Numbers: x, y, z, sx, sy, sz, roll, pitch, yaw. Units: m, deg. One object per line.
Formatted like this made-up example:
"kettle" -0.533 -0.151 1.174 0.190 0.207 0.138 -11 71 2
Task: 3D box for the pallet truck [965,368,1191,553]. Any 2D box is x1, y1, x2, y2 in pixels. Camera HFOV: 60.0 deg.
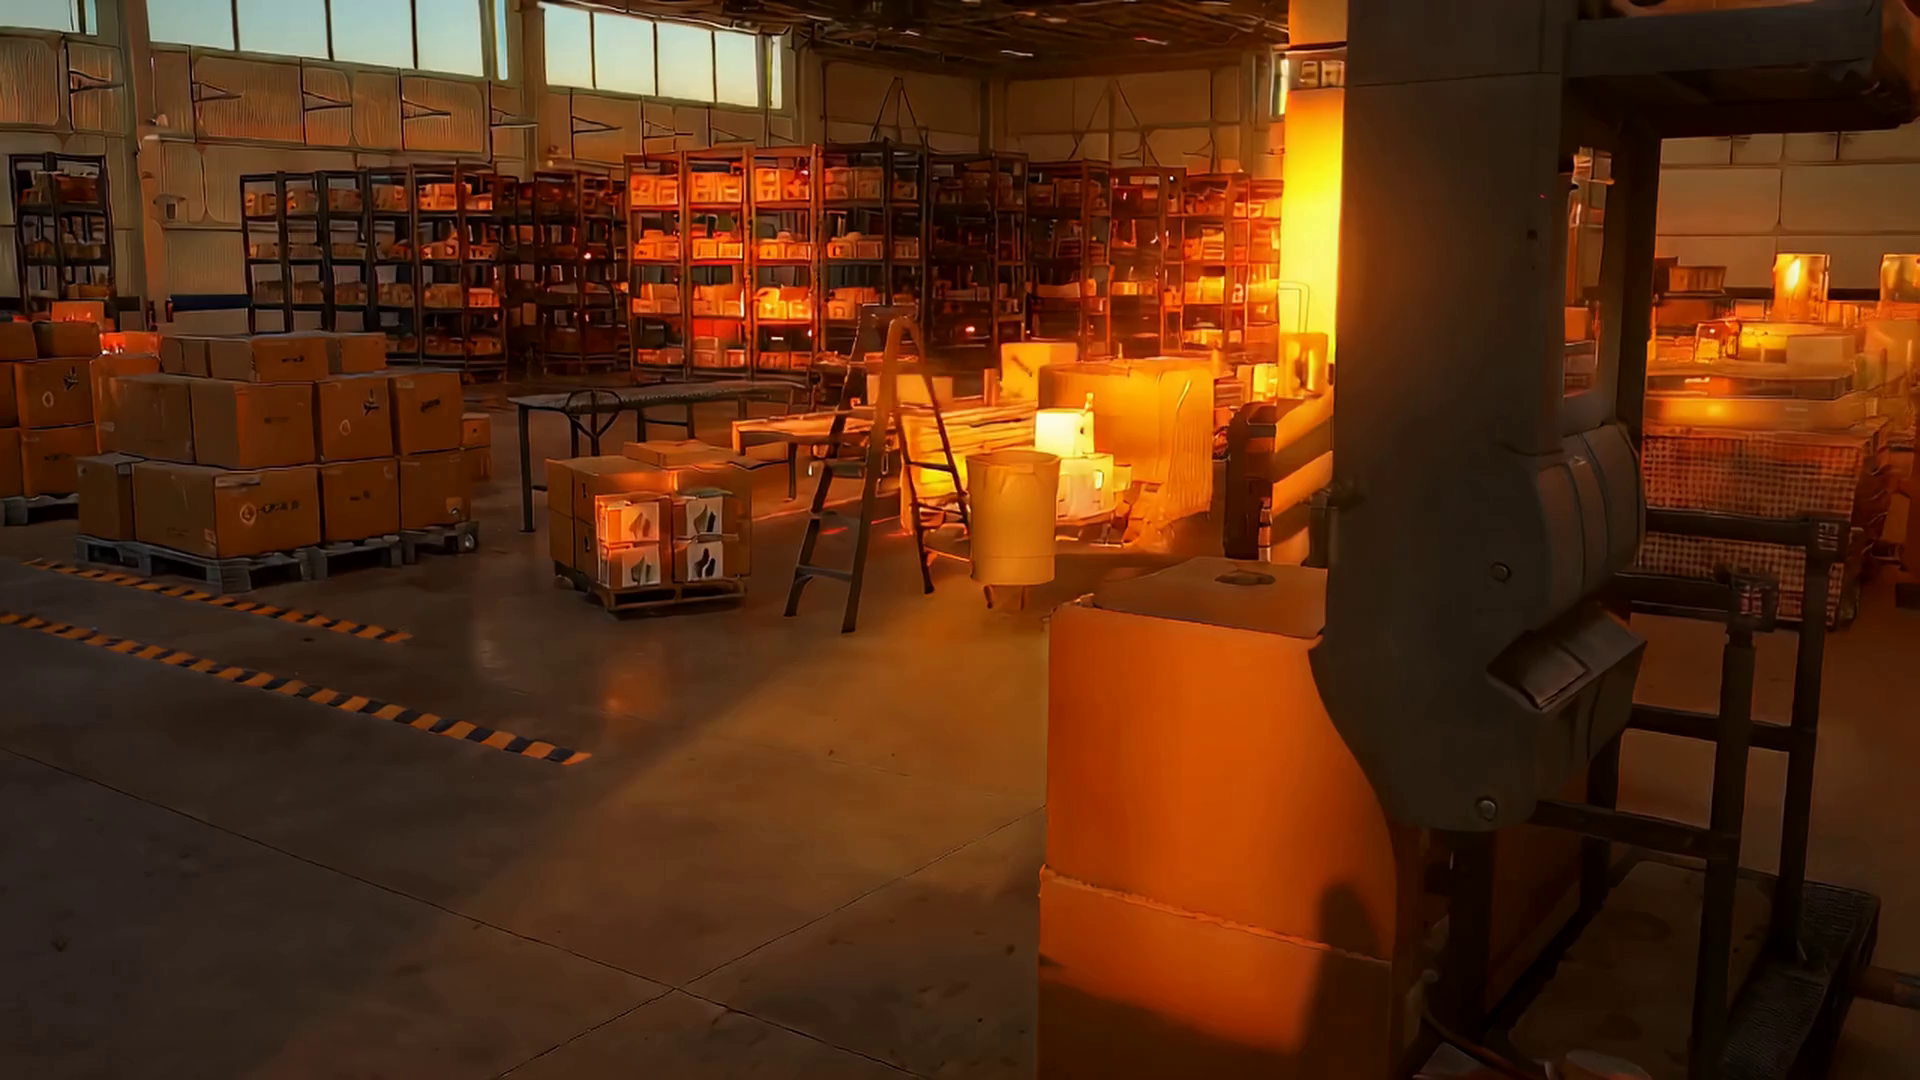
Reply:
"pallet truck" 0.845 -0.609 11.869 1.630 1.274 0.653 7 12 35

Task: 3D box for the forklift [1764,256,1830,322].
"forklift" 20.253 -5.854 40.139 1.157 1.987 2.680 7 12 35

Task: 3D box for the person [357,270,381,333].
"person" -12.333 -4.710 34.704 0.442 1.828 0.581 -9 13 -43

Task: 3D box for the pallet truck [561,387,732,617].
"pallet truck" -1.981 -0.274 10.088 0.680 1.201 1.601 -5 11 -28

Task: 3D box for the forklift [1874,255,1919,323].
"forklift" 22.089 -5.634 38.796 1.157 1.987 2.680 6 11 33

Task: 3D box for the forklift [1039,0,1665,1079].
"forklift" 1.249 -0.137 4.360 1.873 2.768 1.129 7 12 35
